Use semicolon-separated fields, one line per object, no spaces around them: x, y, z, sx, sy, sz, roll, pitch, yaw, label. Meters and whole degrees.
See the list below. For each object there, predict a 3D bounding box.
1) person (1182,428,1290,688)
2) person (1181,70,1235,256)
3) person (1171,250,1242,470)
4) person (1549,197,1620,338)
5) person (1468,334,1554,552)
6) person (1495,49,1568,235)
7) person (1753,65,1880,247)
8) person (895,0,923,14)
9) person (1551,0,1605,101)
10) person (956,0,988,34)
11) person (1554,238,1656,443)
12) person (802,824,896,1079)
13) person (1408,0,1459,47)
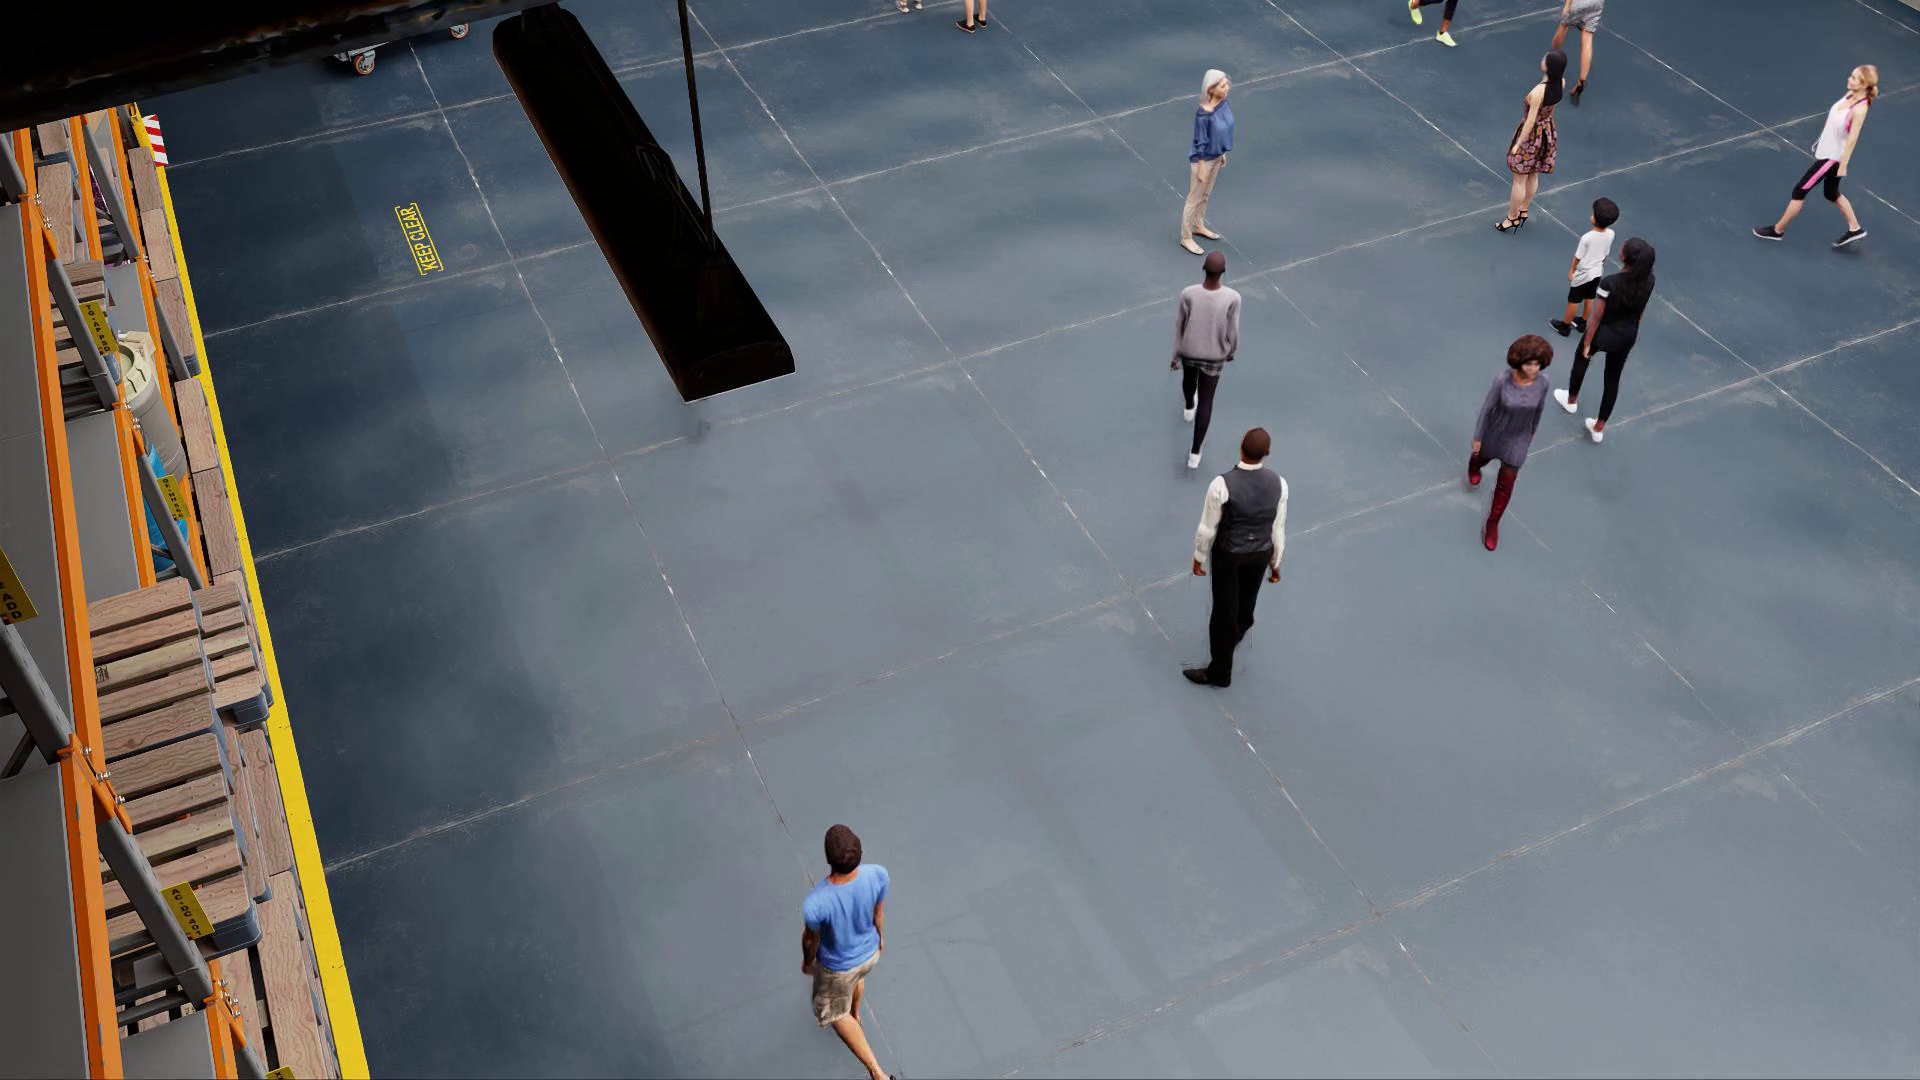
1.814;0.146;10.800;0.937;1.883;1.044;-9;44;-9;person
2.160;-3.341;14.598;0.727;1.694;0.707;25;49;24;person
1.820;-1.332;12.463;1.097;1.730;1.245;8;44;9;person
5.210;-2.252;13.772;0.489;1.256;0.487;-15;46;-15;person
3.890;-0.798;11.939;0.974;1.681;1.170;5;44;5;person
5.075;-3.537;14.745;0.743;1.774;0.761;-31;52;-29;person
7.725;-3.320;14.532;1.161;1.754;1.117;14;45;14;person
-0.557;-6.487;18.040;0.580;1.502;0.578;-19;47;-19;person
6.257;-5.262;16.563;0.915;1.766;1.190;-1;44;-1;person
0.145;-6.187;17.684;0.602;1.558;0.608;-30;51;-27;person
4.973;-1.483;12.637;0.817;1.709;0.966;-2;44;-2;person
-0.552;2.207;8.668;0.788;1.841;1.109;-26;49;-25;person
5.103;-6.093;17.458;0.674;1.734;0.955;-27;50;-26;person
